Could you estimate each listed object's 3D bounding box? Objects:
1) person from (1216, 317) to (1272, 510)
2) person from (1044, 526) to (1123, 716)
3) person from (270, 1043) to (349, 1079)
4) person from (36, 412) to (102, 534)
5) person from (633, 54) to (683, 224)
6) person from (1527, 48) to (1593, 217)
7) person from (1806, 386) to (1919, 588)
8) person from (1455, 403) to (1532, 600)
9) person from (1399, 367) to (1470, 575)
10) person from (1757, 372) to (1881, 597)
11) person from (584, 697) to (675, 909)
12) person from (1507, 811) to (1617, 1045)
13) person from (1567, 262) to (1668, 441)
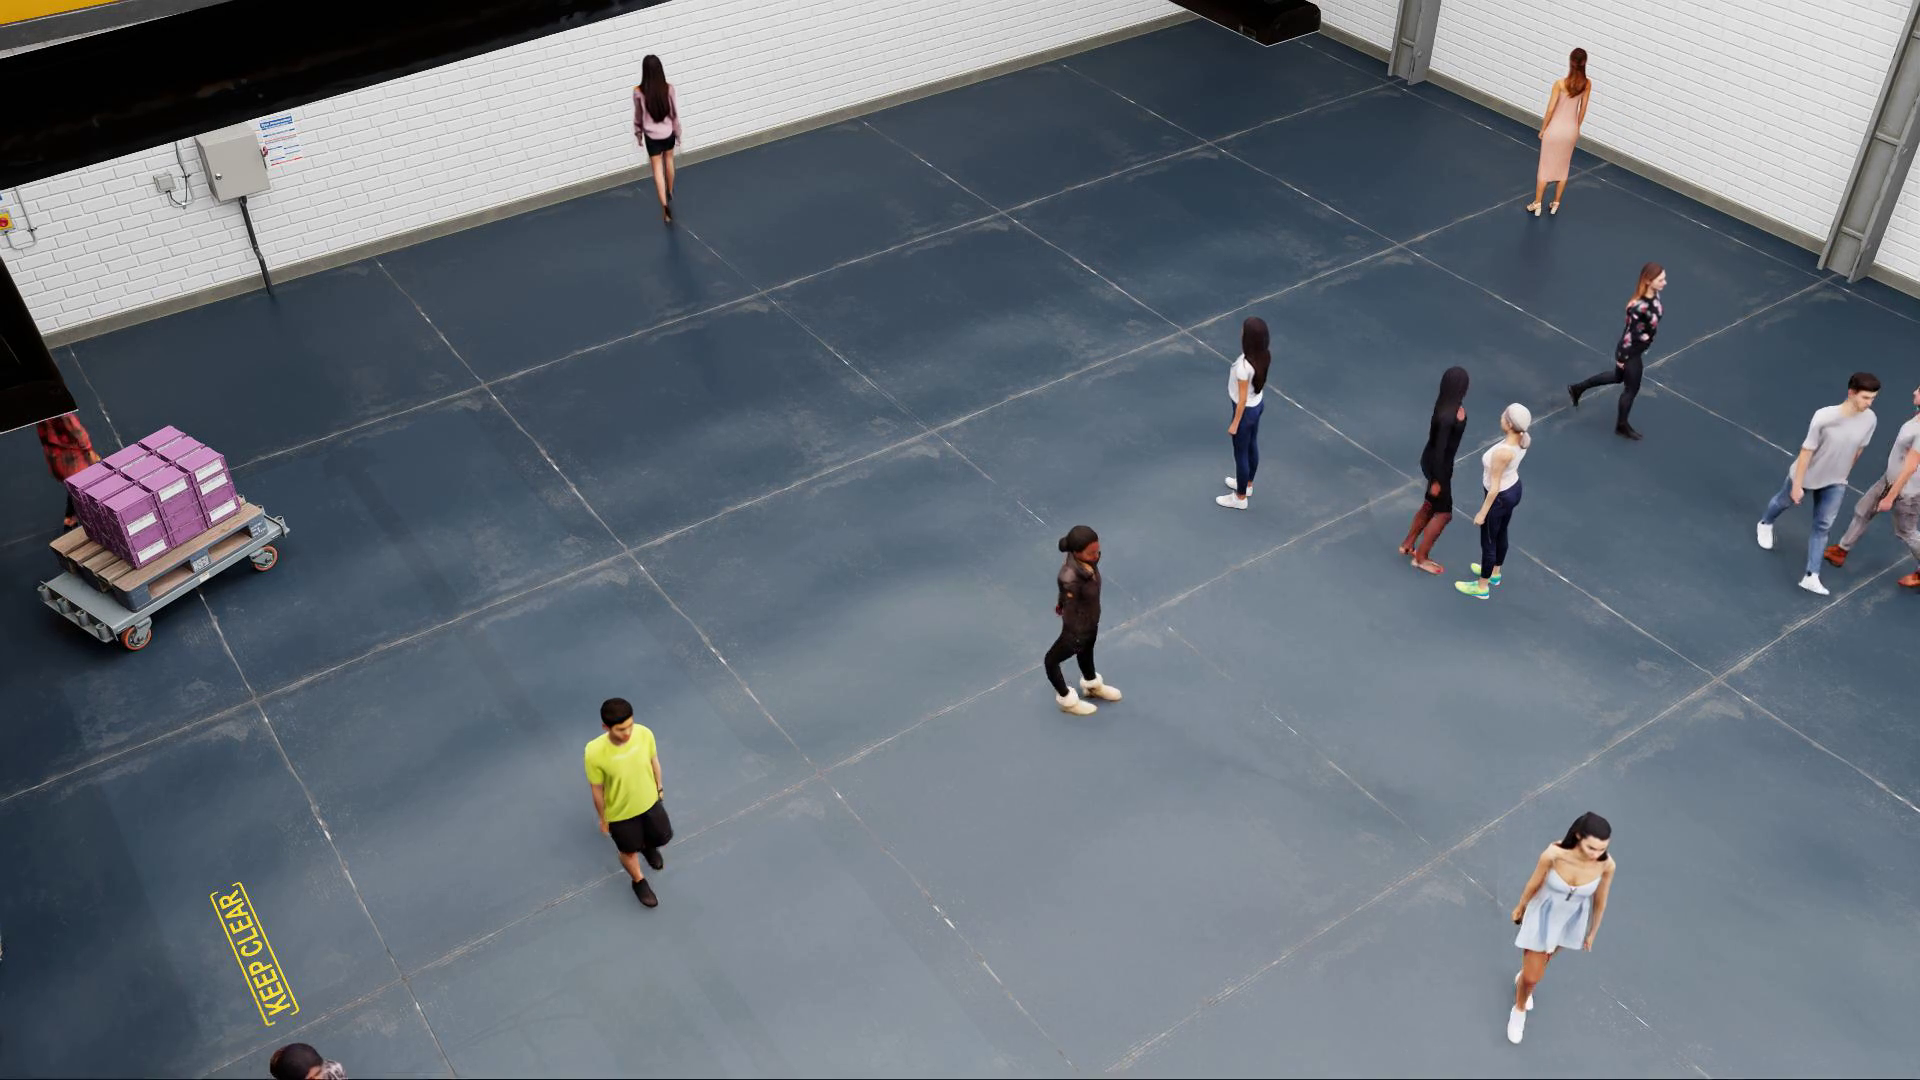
[{"bbox_3d":[2.345,-1.032,13.499,0.651,1.775,0.661,20,43,24],"label":"person"},{"bbox_3d":[0.944,0.610,11.541,0.895,1.654,0.824,-29,47,-31],"label":"person"},{"bbox_3d":[-3.221,3.090,8.415,1.208,1.680,0.841,25,45,28],"label":"person"},{"bbox_3d":[-7.064,-0.614,13.047,0.697,1.688,0.787,20,43,23],"label":"person"},{"bbox_3d":[-3.143,-4.163,17.415,0.859,1.782,1.091,-10,40,-12],"label":"person"},{"bbox_3d":[6.343,-4.293,17.537,0.665,1.833,0.678,-2,39,-3],"label":"person"},{"bbox_3d":[7.309,-0.387,12.688,1.330,1.779,1.130,15,41,18],"label":"person"},{"bbox_3d":[4.104,-0.299,12.642,0.614,1.701,0.651,28,46,30],"label":"person"},{"bbox_3d":[3.682,-0.571,13.001,0.804,1.678,0.817,29,47,32],"label":"person"},{"bbox_3d":[6.599,-0.559,12.859,1.186,1.835,1.315,3,39,4],"label":"person"},{"bbox_3d":[-2.095,1.569,10.307,0.612,1.695,0.691,-24,44,-27],"label":"person"},{"bbox_3d":[3.441,2.102,9.627,0.828,1.712,0.892,5,39,6],"label":"person"},{"bbox_3d":[5.745,-1.680,14.402,1.063,1.663,0.808,24,44,27],"label":"person"}]
